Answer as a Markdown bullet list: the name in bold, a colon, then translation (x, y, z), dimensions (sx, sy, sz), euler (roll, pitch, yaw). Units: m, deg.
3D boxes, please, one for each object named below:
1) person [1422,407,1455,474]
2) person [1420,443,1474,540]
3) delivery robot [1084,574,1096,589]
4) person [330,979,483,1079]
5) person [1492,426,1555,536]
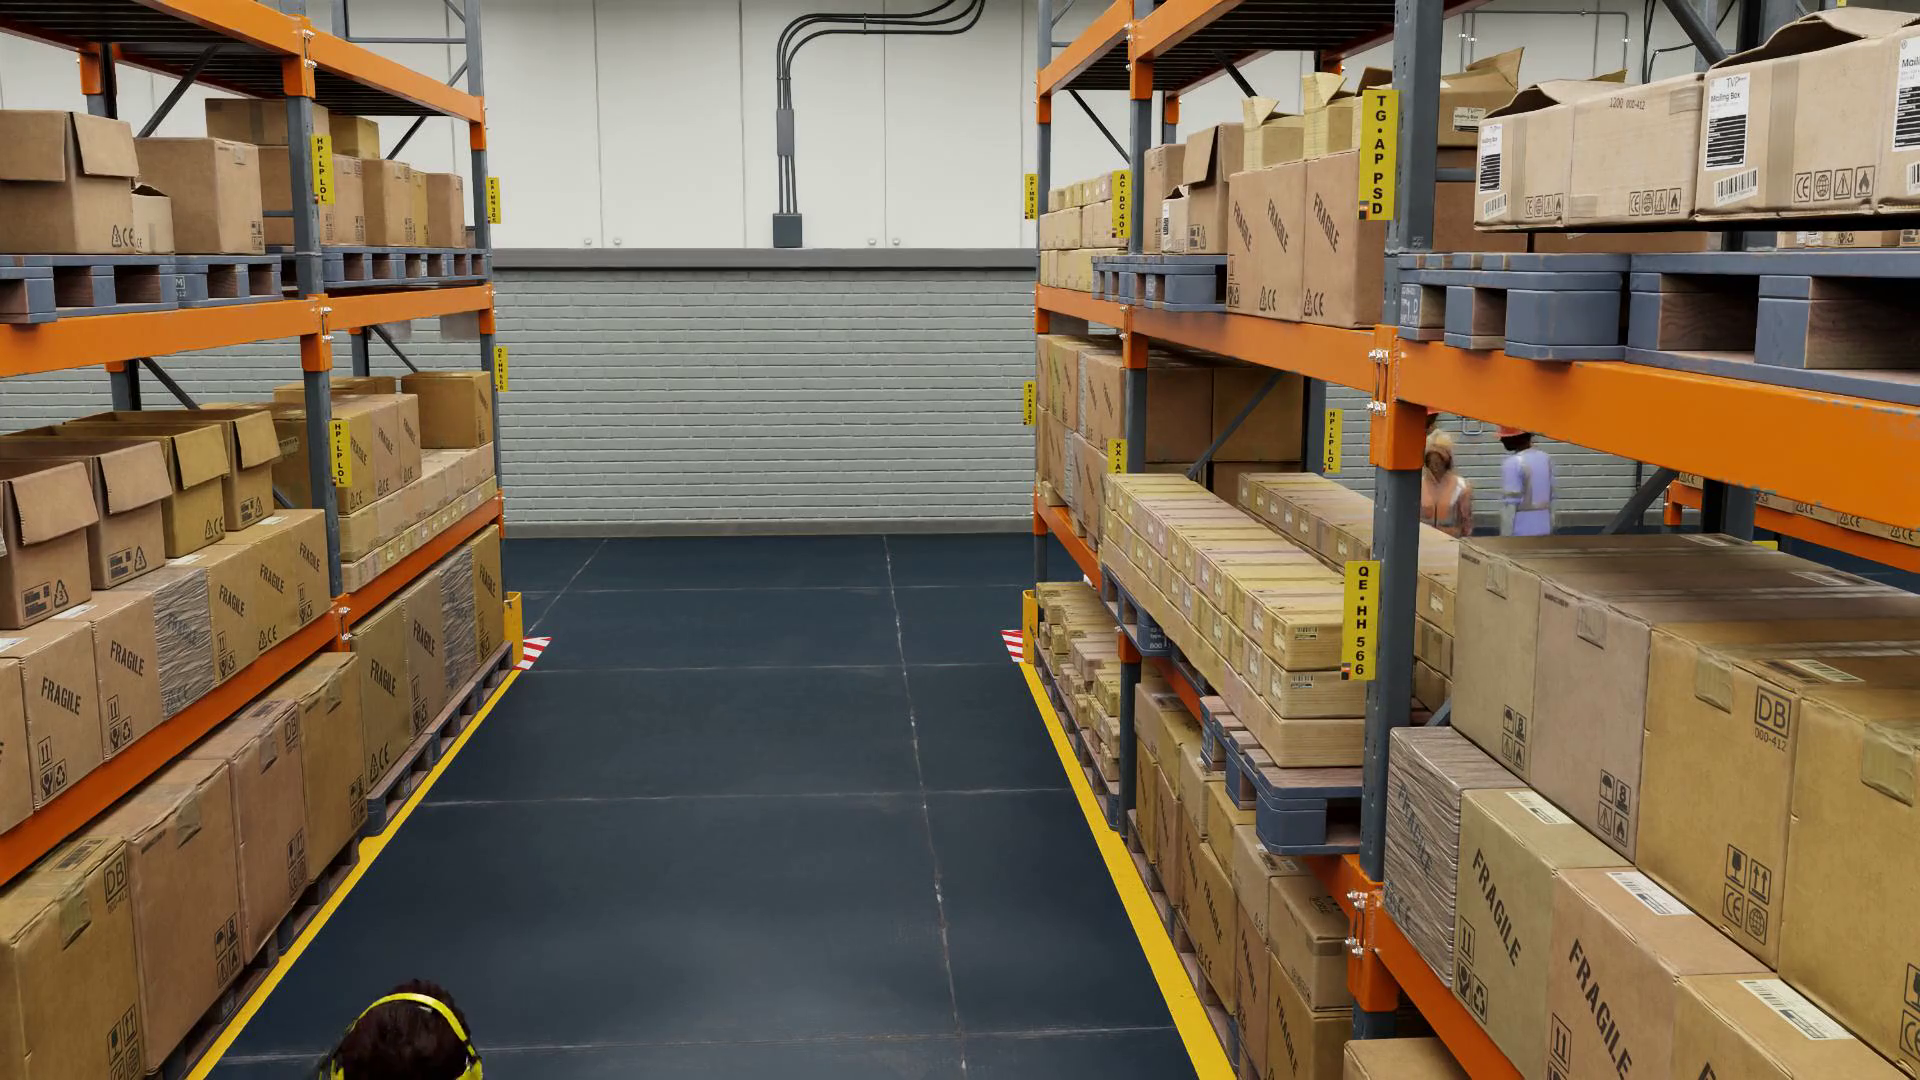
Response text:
- **person**: translation (3.963, -0.289, 14.095), dimensions (0.670, 1.900, 0.576), euler (0, 10, -1)
- **person**: translation (3.721, 0.036, 12.966), dimensions (0.546, 1.621, 0.438), euler (4, 11, 25)
- **delivery robot**: translation (1.353, 0.409, 13.629), dimensions (0.477, 0.478, 0.707), euler (-9, 13, -43)
- **person**: translation (-0.892, 1.651, 2.798), dimensions (0.523, 1.851, 0.419), euler (1, 10, 8)
- **person**: translation (4.260, -0.039, 12.574), dimensions (0.655, 1.915, 0.434), euler (-8, 12, -39)
